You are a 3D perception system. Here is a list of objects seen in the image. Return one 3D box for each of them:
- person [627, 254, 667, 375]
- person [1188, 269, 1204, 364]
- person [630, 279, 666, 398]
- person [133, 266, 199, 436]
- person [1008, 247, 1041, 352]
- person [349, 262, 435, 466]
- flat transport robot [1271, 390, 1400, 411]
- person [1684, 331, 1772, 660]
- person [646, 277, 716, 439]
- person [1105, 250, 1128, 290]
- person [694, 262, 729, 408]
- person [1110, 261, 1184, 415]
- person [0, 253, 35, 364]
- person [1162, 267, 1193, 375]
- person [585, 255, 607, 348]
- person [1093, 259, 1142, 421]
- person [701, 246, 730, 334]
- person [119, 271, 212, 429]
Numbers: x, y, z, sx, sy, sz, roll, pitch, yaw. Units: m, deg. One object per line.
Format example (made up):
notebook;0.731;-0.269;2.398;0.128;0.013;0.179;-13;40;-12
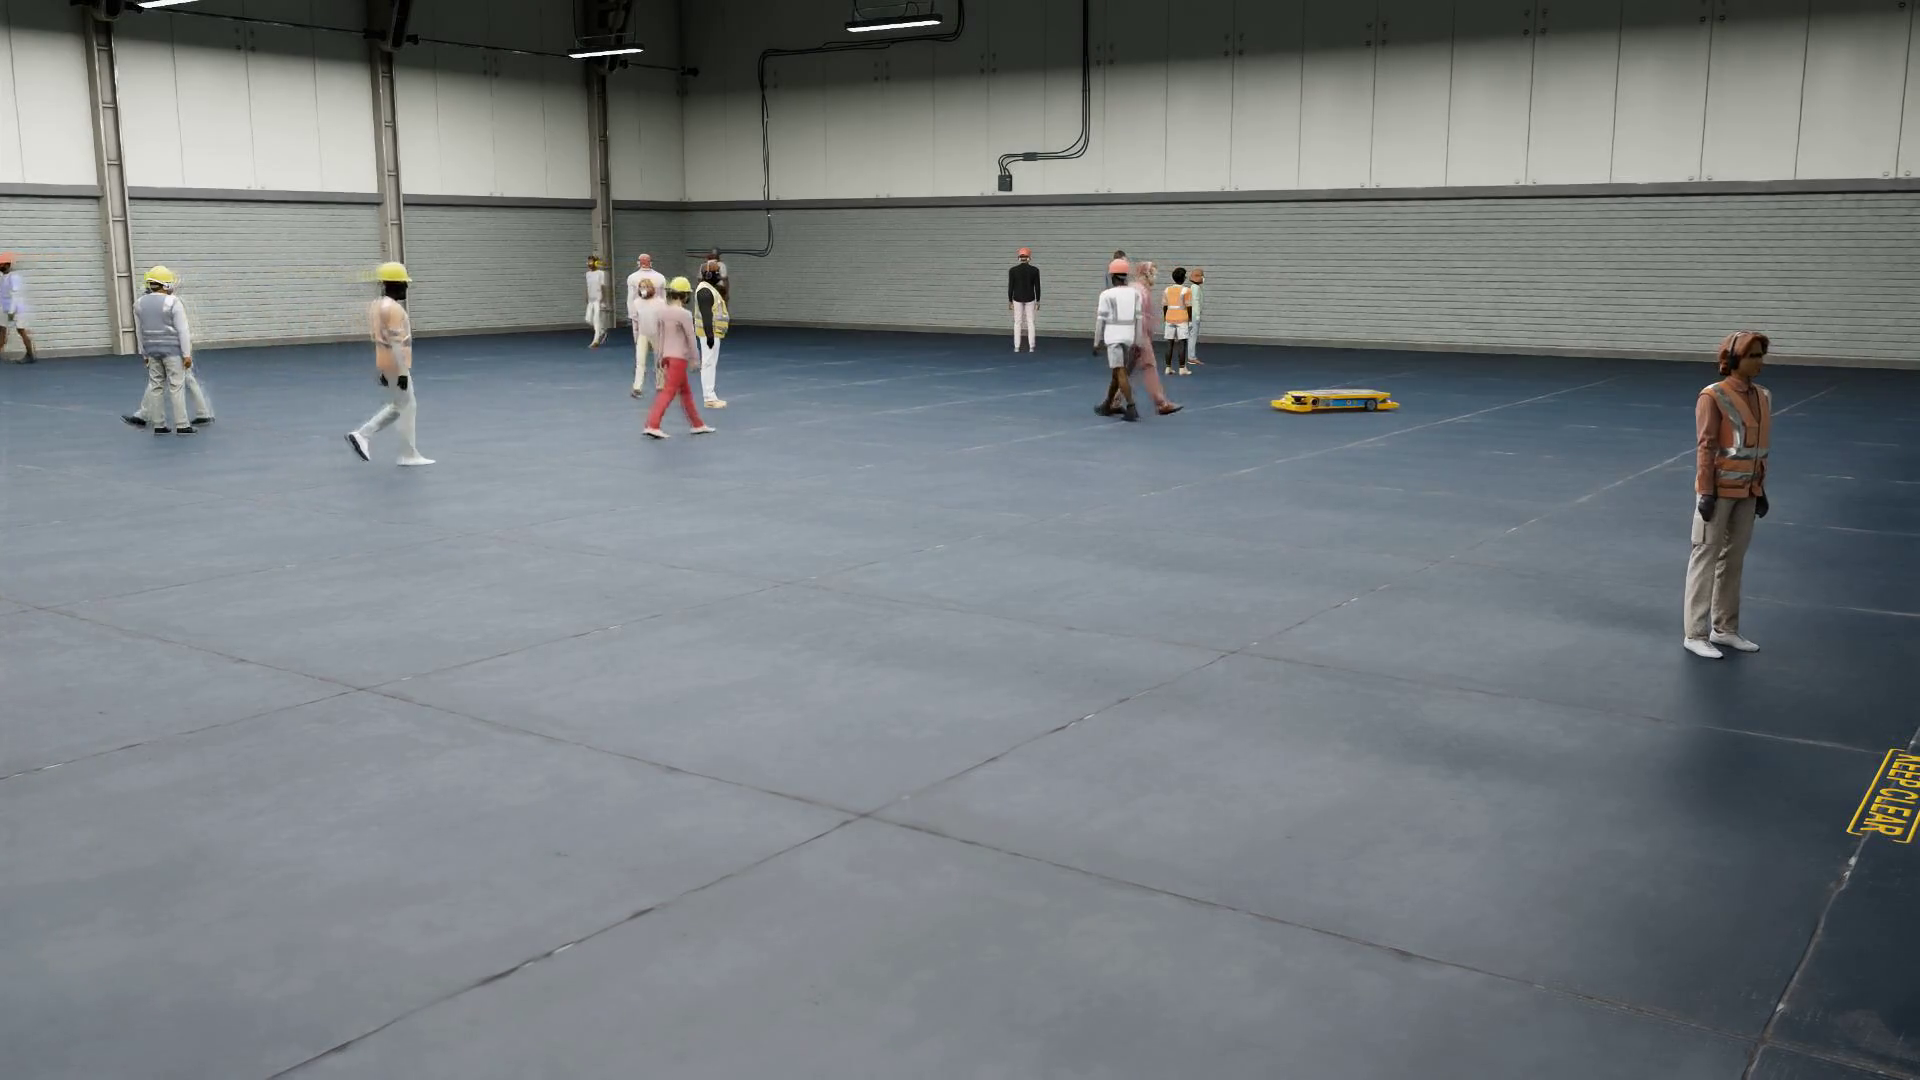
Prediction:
person;-4.975;-3.574;26.389;0.652;1.904;0.404;-6;12;-29
person;4.085;-3.859;28.744;0.284;1.633;0.497;0;10;1
person;-4.182;-2.694;22.334;0.519;1.595;0.824;1;10;5
person;-8.562;-2.030;17.945;0.590;1.833;0.404;2;10;10
person;1.236;-4.607;31.929;0.621;1.990;0.396;1;10;5
person;-5.301;-1.619;15.432;0.658;1.909;0.592;-5;11;-28
flat transport robot;4.683;-1.749;20.744;1.431;0.197;0.652;-3;11;-16
person;3.885;-0.231;8.398;0.514;1.644;0.307;-6;12;-31
person;-3.030;-1.952;17.830;0.918;1.720;0.546;-8;13;-39
person;3.175;-4.882;33.626;0.350;1.935;0.635;-6;12;-29
person;-3.136;-2.589;21.052;0.429;1.845;0.621;-1;10;-4
person;2.251;-2.426;20.122;0.976;1.851;0.728;0;10;-1
person;-16.310;-3.924;28.362;0.574;1.896;0.930;7;12;35
person;3.440;-3.442;26.231;0.541;1.695;0.315;8;13;39
person;-7.262;-4.767;33.221;0.530;1.853;0.517;6;12;32
person;1.869;-2.362;19.653;0.556;1.887;1.001;-5;11;-26
person;-5.578;-5.693;37.877;0.688;2.000;0.760;7;12;33
person;-8.931;-2.121;18.636;0.958;1.761;0.622;-2;10;-12
